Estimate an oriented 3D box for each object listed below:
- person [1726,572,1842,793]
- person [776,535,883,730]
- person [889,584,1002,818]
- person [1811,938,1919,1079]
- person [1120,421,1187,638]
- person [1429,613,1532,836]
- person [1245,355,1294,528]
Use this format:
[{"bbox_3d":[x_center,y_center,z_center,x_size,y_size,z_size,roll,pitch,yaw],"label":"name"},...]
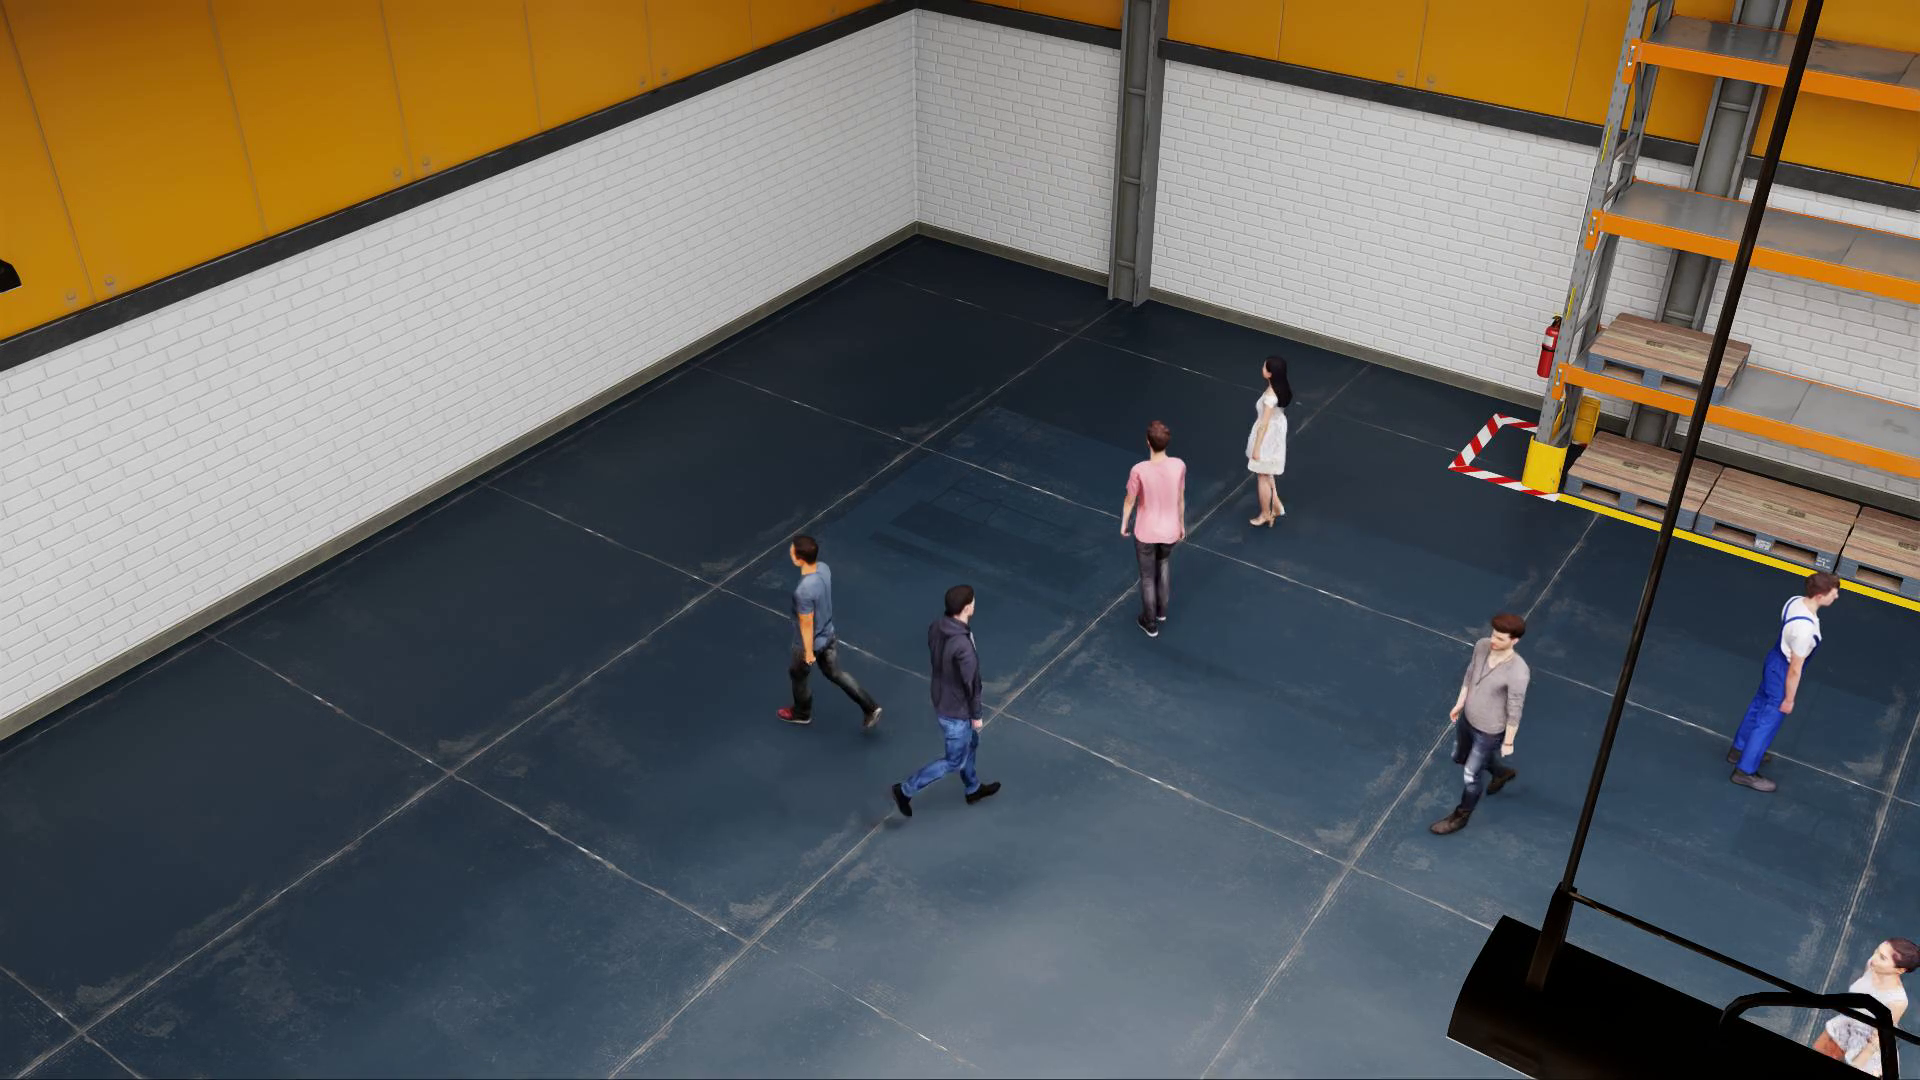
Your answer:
[{"bbox_3d":[5.983,0.991,12.117,0.666,1.848,0.687,8,34,12],"label":"person"},{"bbox_3d":[-1.009,0.751,12.543,1.192,1.776,0.870,12,35,17],"label":"person"},{"bbox_3d":[-0.123,1.205,11.794,1.134,1.851,1.174,-11,35,-16],"label":"person"},{"bbox_3d":[5.249,2.878,9.523,1.052,1.577,0.893,2,34,3],"label":"person"},{"bbox_3d":[1.628,-0.028,13.561,0.785,1.947,0.833,-8,34,-12],"label":"person"},{"bbox_3d":[3.753,1.261,11.677,1.072,1.887,1.057,-11,35,-16],"label":"person"},{"bbox_3d":[2.860,-0.844,14.956,0.740,1.761,0.669,18,37,24],"label":"person"}]
